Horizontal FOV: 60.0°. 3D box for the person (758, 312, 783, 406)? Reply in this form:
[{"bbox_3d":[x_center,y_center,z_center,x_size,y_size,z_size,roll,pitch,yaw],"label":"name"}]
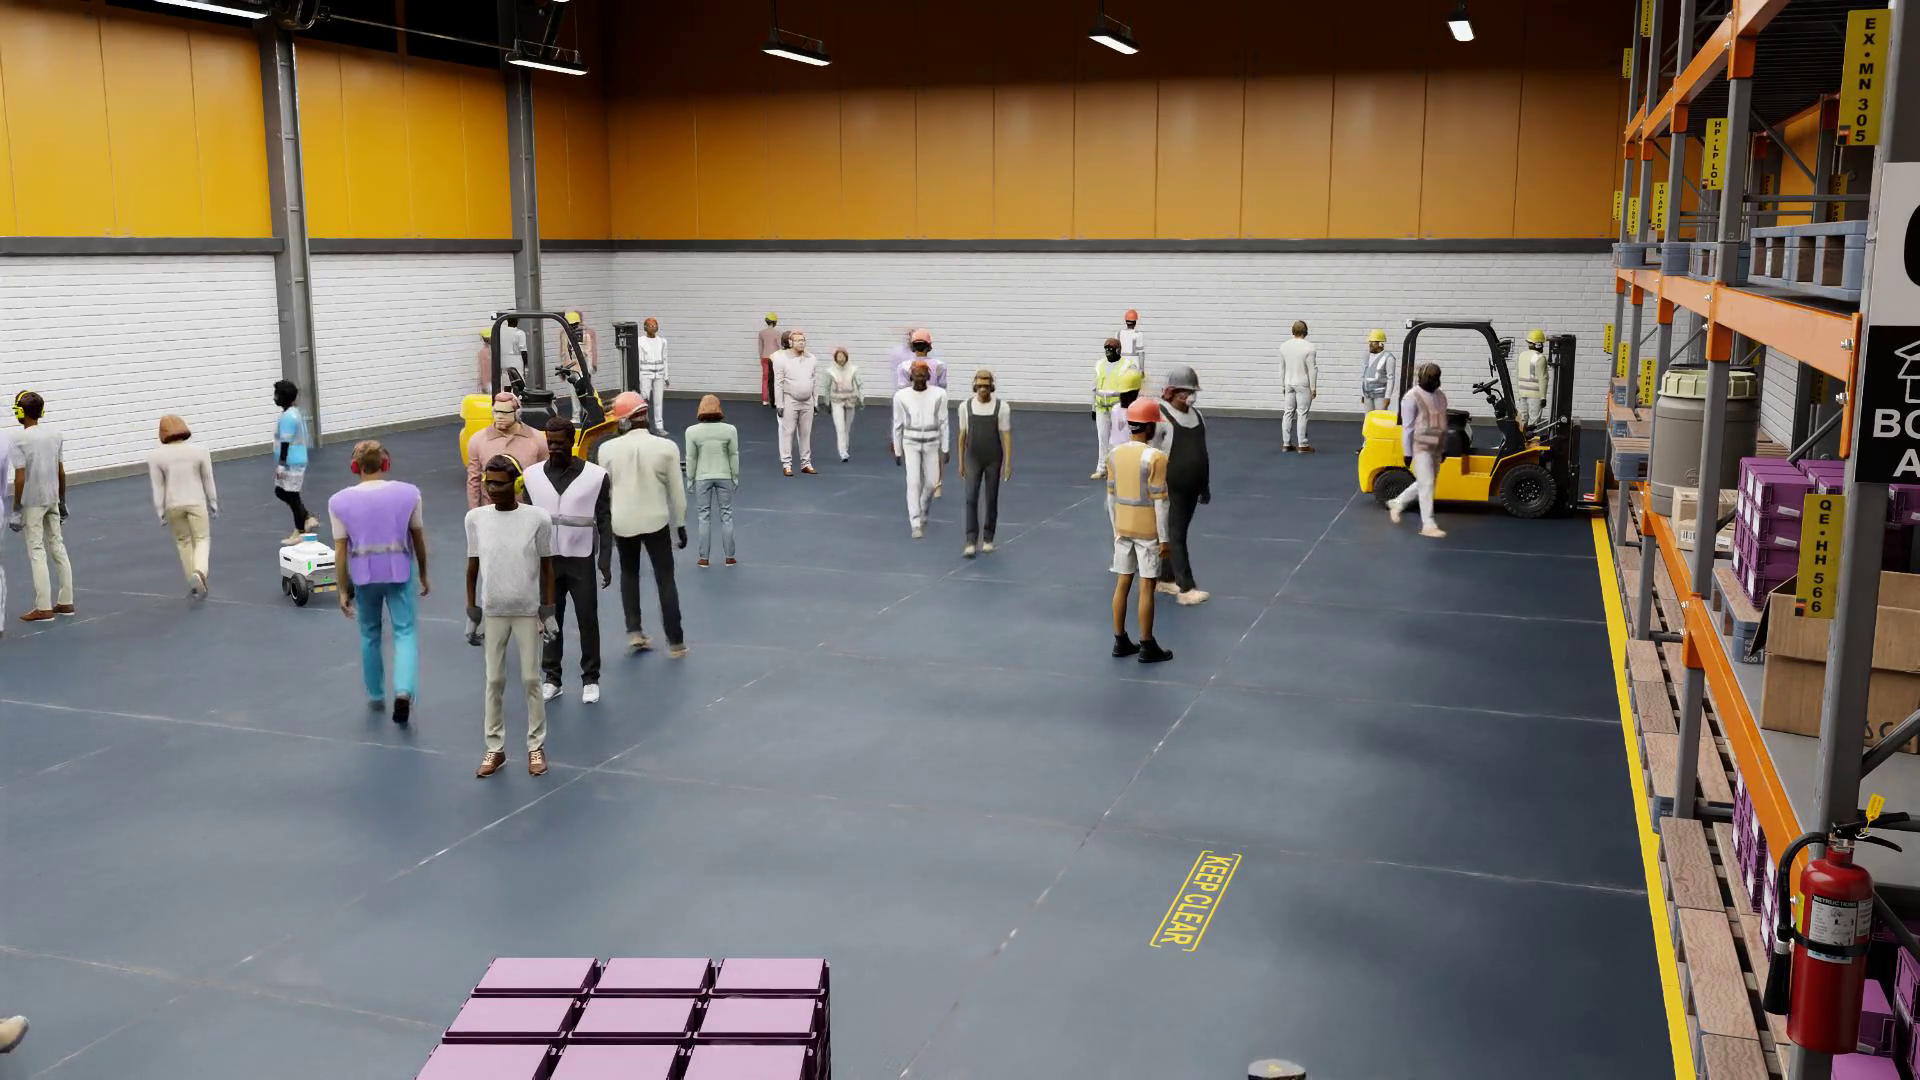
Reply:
[{"bbox_3d":[-3.560,-3.411,31.400,0.526,1.768,0.330,5,11,27],"label":"person"}]

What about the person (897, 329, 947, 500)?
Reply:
[{"bbox_3d":[-0.457,-1.485,19.805,0.609,2.034,0.404,-3,10,-16],"label":"person"}]

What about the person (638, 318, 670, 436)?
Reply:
[{"bbox_3d":[-4.883,-2.580,26.419,0.612,1.880,0.386,-7,12,-36],"label":"person"}]

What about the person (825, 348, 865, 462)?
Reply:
[{"bbox_3d":[-1.636,-1.905,23.433,0.520,1.585,0.895,-3,10,-15],"label":"person"}]

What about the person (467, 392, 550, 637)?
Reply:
[{"bbox_3d":[-3.486,-0.199,12.928,0.642,1.905,0.399,-2,10,-14],"label":"person"}]

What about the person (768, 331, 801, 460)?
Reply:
[{"bbox_3d":[-2.375,-2.012,23.356,0.627,1.838,0.428,-1,10,-6],"label":"person"}]

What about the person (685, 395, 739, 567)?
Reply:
[{"bbox_3d":[-2.331,-0.554,15.686,0.498,1.632,0.284,-2,10,-12],"label":"person"}]

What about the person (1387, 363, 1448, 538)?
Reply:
[{"bbox_3d":[4.848,-0.966,17.509,0.630,1.820,0.794,-8,13,-38],"label":"person"}]

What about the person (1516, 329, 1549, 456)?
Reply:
[{"bbox_3d":[8.175,-2.080,23.717,0.404,1.833,0.588,-4,11,-20],"label":"person"}]

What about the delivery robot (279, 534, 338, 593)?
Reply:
[{"bbox_3d":[-5.561,0.189,14.274,0.477,0.478,0.707,-9,13,-41],"label":"delivery robot"}]

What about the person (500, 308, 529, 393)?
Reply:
[{"bbox_3d":[-7.590,-2.955,28.268,0.618,1.963,0.361,4,11,21],"label":"person"}]

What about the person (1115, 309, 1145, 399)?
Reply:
[{"bbox_3d":[2.900,-2.939,28.246,0.552,1.942,0.342,7,12,36],"label":"person"}]

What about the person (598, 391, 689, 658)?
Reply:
[{"bbox_3d":[-2.348,-0.114,12.298,0.680,1.954,0.536,-1,10,-5],"label":"person"}]

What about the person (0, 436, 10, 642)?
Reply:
[{"bbox_3d":[-7.561,-0.151,12.688,0.556,1.898,0.662,4,11,19],"label":"person"}]

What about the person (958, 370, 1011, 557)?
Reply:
[{"bbox_3d":[0.233,-0.734,16.171,0.535,1.811,0.829,1,10,6],"label":"person"}]

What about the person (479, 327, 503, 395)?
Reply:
[{"bbox_3d":[-7.271,-2.440,25.961,0.570,1.745,0.546,-1,10,-4],"label":"person"}]

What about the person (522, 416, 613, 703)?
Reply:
[{"bbox_3d":[-2.602,0.129,11.039,0.597,1.916,0.372,0,10,1],"label":"person"}]

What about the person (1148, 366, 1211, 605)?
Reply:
[{"bbox_3d":[1.943,-0.480,14.125,0.703,2.000,0.866,-9,14,-42],"label":"person"}]

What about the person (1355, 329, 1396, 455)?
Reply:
[{"bbox_3d":[5.969,-2.109,23.879,0.404,1.834,0.592,-5,11,-28],"label":"person"}]

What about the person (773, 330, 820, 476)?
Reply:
[{"bbox_3d":[-2.136,-1.804,21.942,0.641,1.913,0.407,-7,12,-33],"label":"person"}]

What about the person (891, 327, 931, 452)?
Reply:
[{"bbox_3d":[-0.717,-2.159,24.106,0.634,1.860,0.982,-5,11,-26],"label":"person"}]

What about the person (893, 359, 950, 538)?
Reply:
[{"bbox_3d":[-0.409,-0.976,17.413,0.602,1.865,0.610,-1,10,-7],"label":"person"}]

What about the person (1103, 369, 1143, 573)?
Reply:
[{"bbox_3d":[1.573,-0.630,15.350,0.497,1.901,0.623,-7,12,-35],"label":"person"}]

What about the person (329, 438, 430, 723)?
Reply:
[{"bbox_3d":[-3.680,0.257,10.602,0.586,1.815,0.816,-4,11,-19],"label":"person"}]

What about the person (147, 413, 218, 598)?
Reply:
[{"bbox_3d":[-6.606,-0.277,14.165,0.512,1.609,0.596,-4,11,-22],"label":"person"}]

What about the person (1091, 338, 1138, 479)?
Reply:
[{"bbox_3d":[1.961,-1.678,21.430,0.633,1.841,0.429,7,12,33],"label":"person"}]

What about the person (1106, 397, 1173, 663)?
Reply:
[{"bbox_3d":[1.317,-0.074,12.125,0.354,1.939,0.544,-9,14,-42],"label":"person"}]

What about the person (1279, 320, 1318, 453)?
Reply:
[{"bbox_3d":[4.945,-2.236,24.298,0.372,1.940,0.630,-10,14,-44],"label":"person"}]

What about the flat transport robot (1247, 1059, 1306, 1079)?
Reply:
[{"bbox_3d":[1.106,2.018,5.038,0.652,0.197,1.431,3,11,18],"label":"flat transport robot"}]

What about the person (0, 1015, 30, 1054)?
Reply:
[{"bbox_3d":[-3.866,1.203,5.769,0.586,1.626,0.915,3,11,19],"label":"person"}]

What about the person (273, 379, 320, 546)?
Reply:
[{"bbox_3d":[-6.764,-0.773,16.765,0.360,1.685,0.538,-4,11,-20],"label":"person"}]

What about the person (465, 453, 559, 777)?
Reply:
[{"bbox_3d":[-2.561,0.430,9.499,0.521,1.863,0.319,-1,10,-4],"label":"person"}]

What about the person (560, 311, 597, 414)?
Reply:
[{"bbox_3d":[-6.866,-3.190,29.954,0.646,1.856,1.015,-2,10,-13],"label":"person"}]

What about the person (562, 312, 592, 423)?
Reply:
[{"bbox_3d":[-6.434,-2.862,27.891,0.593,1.918,0.389,5,11,27],"label":"person"}]

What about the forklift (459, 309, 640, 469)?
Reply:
[{"bbox_3d":[-5.354,-1.902,21.697,2.313,2.155,1.214,-2,10,-13],"label":"forklift"}]

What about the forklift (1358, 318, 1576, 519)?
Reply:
[{"bbox_3d":[5.787,-1.437,19.079,2.313,2.155,1.214,3,11,19],"label":"forklift"}]

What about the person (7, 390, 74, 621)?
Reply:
[{"bbox_3d":[-7.458,-0.275,13.453,0.322,1.871,0.531,3,11,18],"label":"person"}]

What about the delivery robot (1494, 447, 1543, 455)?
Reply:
[{"bbox_3d":[7.258,-1.118,21.633,0.707,0.478,0.477,-8,13,-37],"label":"delivery robot"}]
